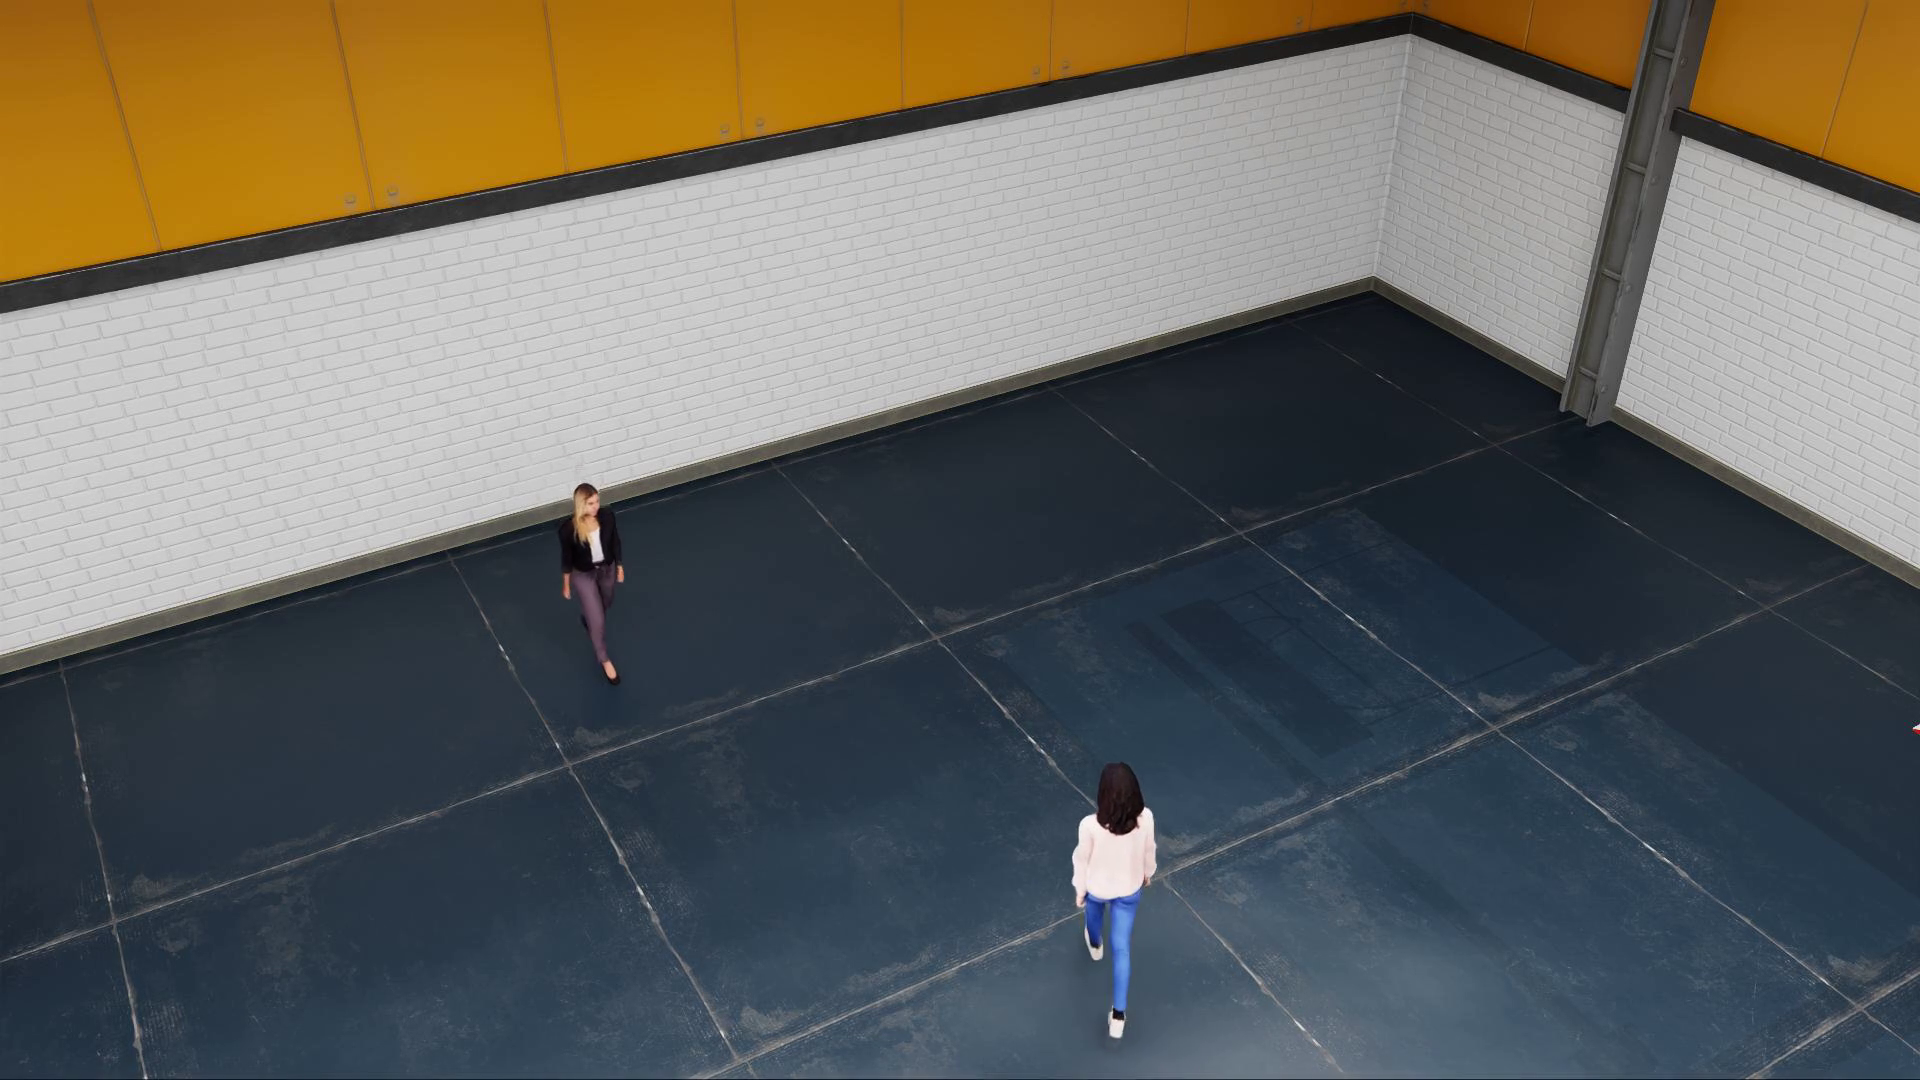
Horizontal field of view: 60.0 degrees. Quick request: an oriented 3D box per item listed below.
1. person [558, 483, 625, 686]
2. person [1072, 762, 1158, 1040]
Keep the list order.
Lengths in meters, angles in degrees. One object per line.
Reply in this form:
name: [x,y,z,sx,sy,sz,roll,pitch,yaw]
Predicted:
person: [-2.760,0.248,12.378,0.694,1.632,1.066,-20,39,-27]
person: [0.893,2.073,9.546,1.021,1.728,1.273,-2,34,-3]
